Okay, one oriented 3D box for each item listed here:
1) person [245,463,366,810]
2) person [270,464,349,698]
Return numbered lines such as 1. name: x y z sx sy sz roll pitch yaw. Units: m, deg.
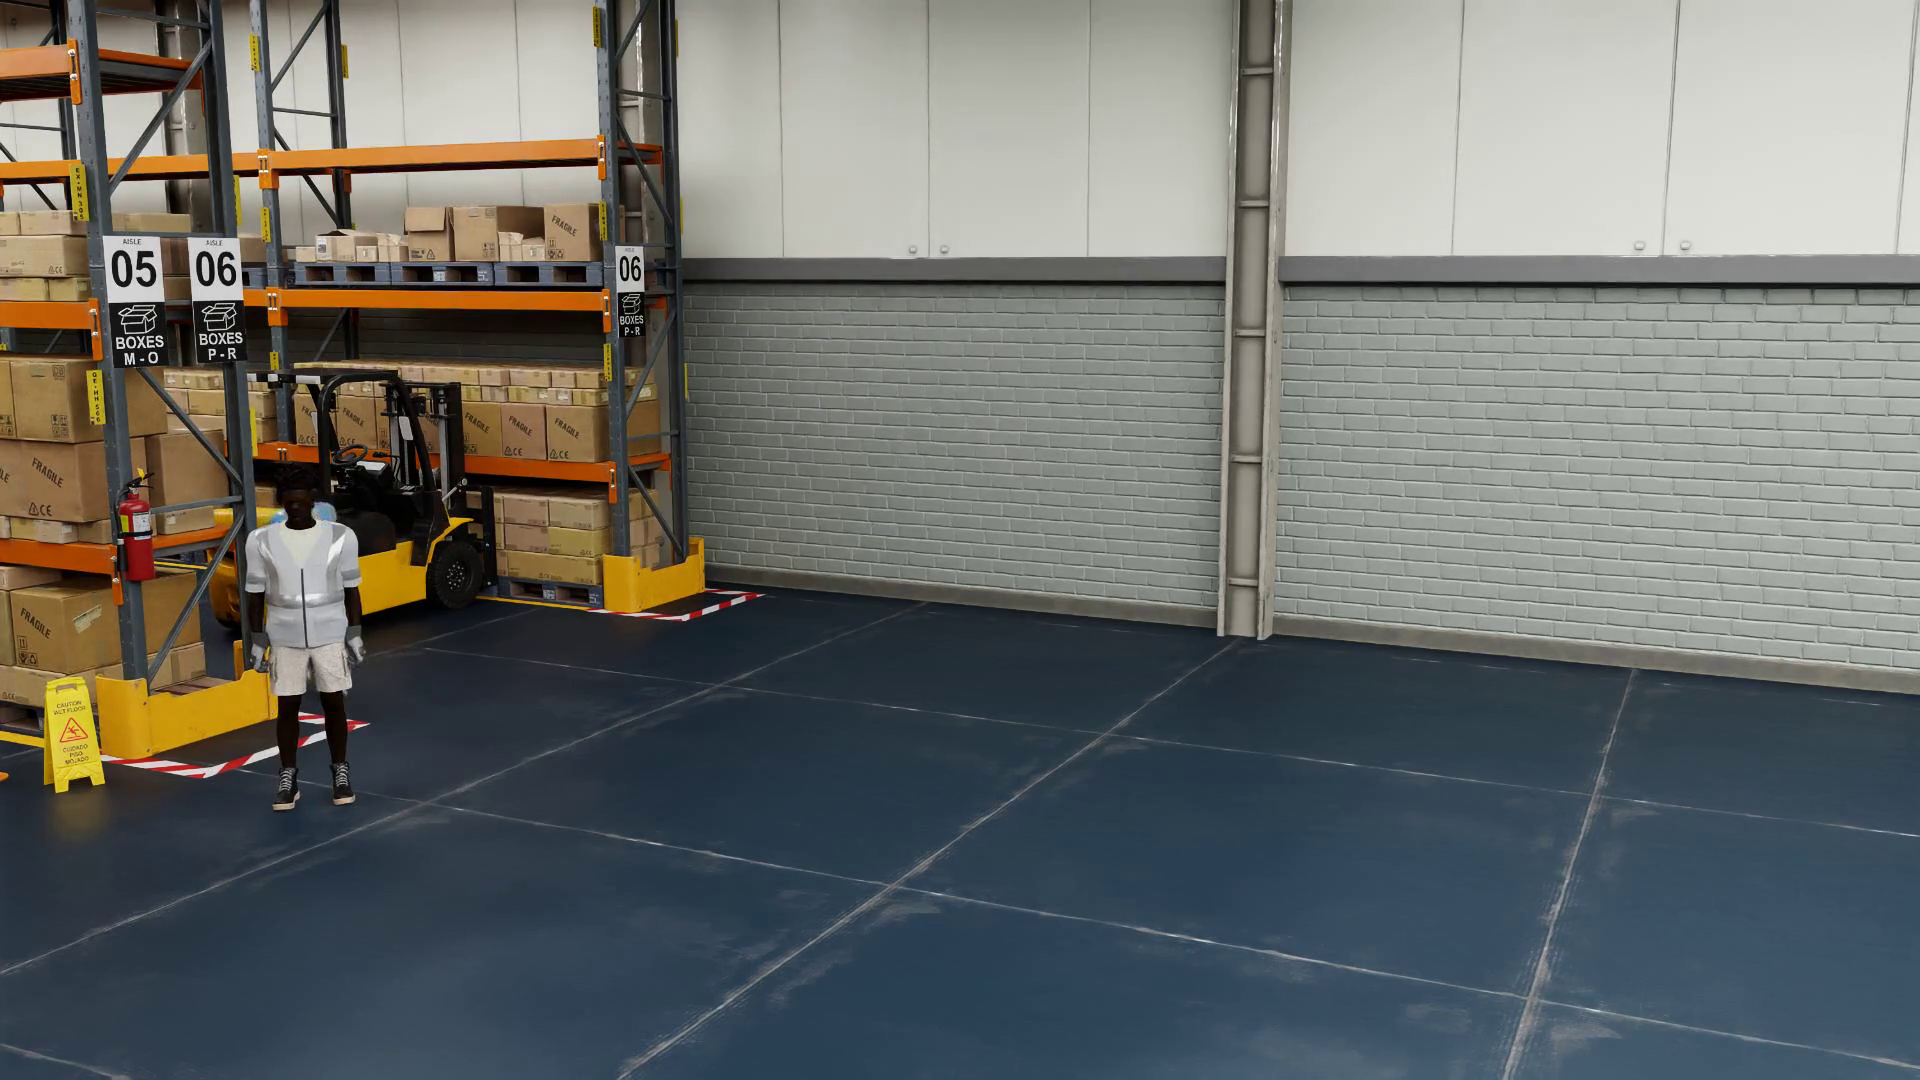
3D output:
1. person: -3.677 0.536 9.365 0.616 1.963 0.361 -3 10 -19
2. person: -4.646 0.283 11.816 0.594 1.674 0.539 6 11 31
